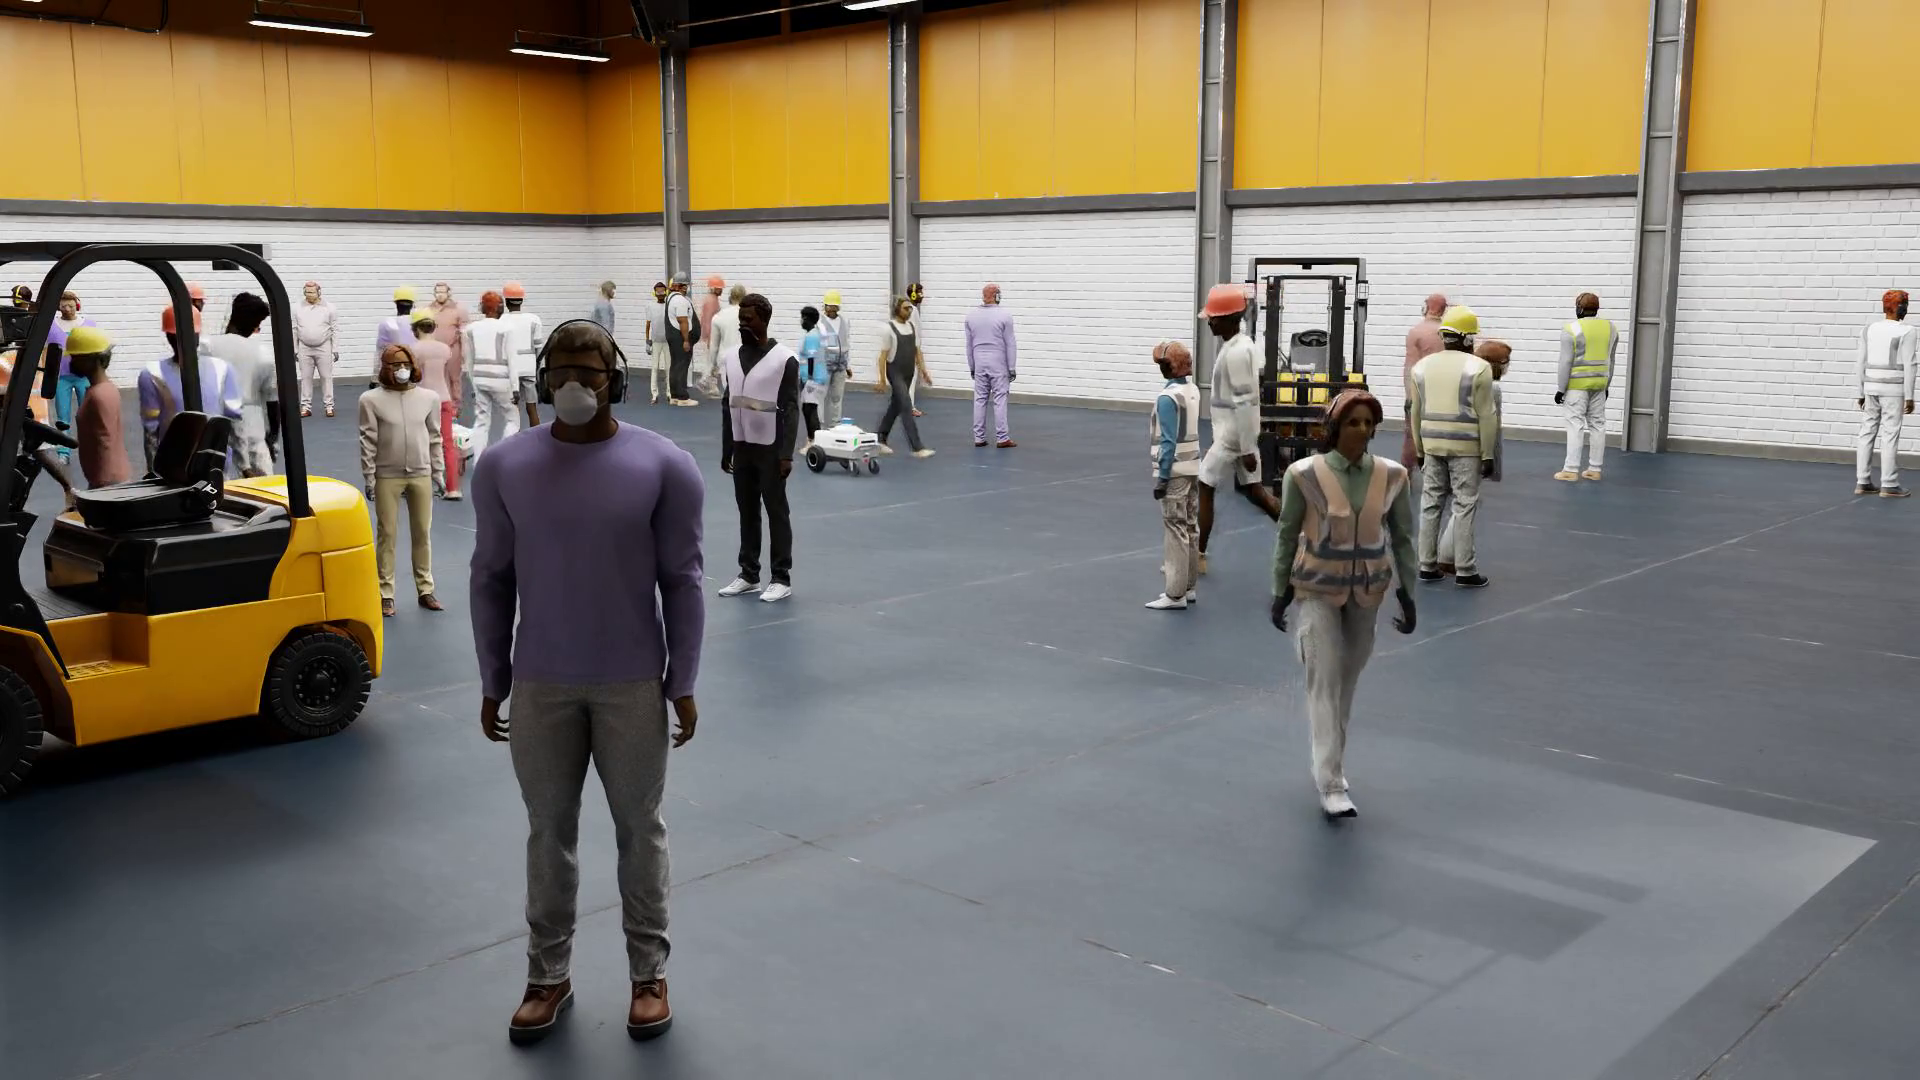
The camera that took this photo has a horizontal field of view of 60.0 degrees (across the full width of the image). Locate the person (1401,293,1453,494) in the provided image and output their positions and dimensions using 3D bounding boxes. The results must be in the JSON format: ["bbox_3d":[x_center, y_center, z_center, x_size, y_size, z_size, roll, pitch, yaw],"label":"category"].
[{"bbox_3d":[4.423,-1.367,15.508,0.658,1.849,0.985,-2,9,-12],"label":"person"}]

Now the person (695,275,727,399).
[{"bbox_3d":[-3.909,-3.218,26.452,0.450,1.970,0.646,0,9,-1],"label":"person"}]

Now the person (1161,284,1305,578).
[{"bbox_3d":[1.909,-0.704,11.050,1.035,1.989,0.609,3,10,18],"label":"person"}]

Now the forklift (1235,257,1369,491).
[{"bbox_3d":[3.309,-1.629,16.029,1.214,2.155,2.313,2,9,11],"label":"forklift"}]

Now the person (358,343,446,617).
[{"bbox_3d":[-3.342,-0.366,10.000,0.497,1.633,0.285,-6,11,-35],"label":"person"}]

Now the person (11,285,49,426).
[{"bbox_3d":[-11.486,-2.194,20.485,0.319,1.871,0.532,-1,9,-5],"label":"person"}]

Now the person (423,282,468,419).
[{"bbox_3d":[-7.067,-2.564,22.720,0.673,1.877,0.833,0,9,-2],"label":"person"}]

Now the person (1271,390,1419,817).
[{"bbox_3d":[1.489,0.242,6.346,0.536,1.607,0.819,-1,9,-8],"label":"person"}]

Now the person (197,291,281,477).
[{"bbox_3d":[-4.848,-0.688,11.113,0.714,1.923,0.399,-6,11,-34],"label":"person"}]

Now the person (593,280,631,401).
[{"bbox_3d":[-5.657,-3.106,26.032,0.858,1.900,0.666,-1,9,-7],"label":"person"}]

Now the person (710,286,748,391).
[{"bbox_3d":[-2.634,-2.058,19.688,0.646,1.882,1.063,-1,9,-8],"label":"person"}]

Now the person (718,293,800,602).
[{"bbox_3d":[-1.255,-0.580,10.452,0.593,1.917,0.392,6,11,34],"label":"person"}]

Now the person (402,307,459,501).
[{"bbox_3d":[-4.832,-1.222,14.982,0.922,1.718,0.518,7,12,38],"label":"person"}]

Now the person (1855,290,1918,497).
[{"bbox_3d":[8.452,-1.334,15.177,0.362,1.883,0.575,-3,10,-20],"label":"person"}]

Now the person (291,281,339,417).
[{"bbox_3d":[-9.020,-2.661,23.261,0.639,1.902,0.407,-2,10,-13],"label":"person"}]

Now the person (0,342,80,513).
[{"bbox_3d":[-7.798,-1.008,13.860,0.839,1.659,0.533,1,9,7],"label":"person"}]

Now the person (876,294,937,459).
[{"bbox_3d":[-0.665,-1.796,18.313,0.986,1.801,0.533,7,12,37],"label":"person"}]

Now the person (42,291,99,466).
[{"bbox_3d":[-9.361,-1.702,17.558,0.566,1.841,0.390,-5,10,-26],"label":"person"}]

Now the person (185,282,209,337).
[{"bbox_3d":[-8.081,-1.754,17.586,0.368,1.935,0.553,-6,11,-32],"label":"person"}]

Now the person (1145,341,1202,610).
[{"bbox_3d":[1.313,-0.389,10.136,0.313,1.637,0.513,5,10,26],"label":"person"}]

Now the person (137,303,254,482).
[{"bbox_3d":[-4.529,-0.468,9.838,0.543,1.901,0.968,-8,12,-42],"label":"person"}]

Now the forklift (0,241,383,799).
[{"bbox_3d":[-3.706,-0.171,7.093,1.214,2.155,2.313,9,13,43],"label":"forklift"}]

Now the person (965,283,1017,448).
[{"bbox_3d":[0.382,-2.020,19.309,0.643,1.909,0.411,5,11,29],"label":"person"}]

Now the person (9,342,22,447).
[{"bbox_3d":[-11.061,-1.909,19.153,0.318,1.735,0.483,0,9,-3],"label":"person"}]

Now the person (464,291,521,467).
[{"bbox_3d":[-4.546,-1.492,16.236,0.632,1.848,0.612,3,10,16],"label":"person"}]

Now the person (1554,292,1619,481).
[{"bbox_3d":[6.091,-1.491,16.261,0.621,1.845,0.430,-3,10,-15],"label":"person"}]

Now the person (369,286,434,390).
[{"bbox_3d":[-5.886,-1.717,17.530,0.976,1.875,0.603,7,12,39],"label":"person"}]

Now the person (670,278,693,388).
[{"bbox_3d":[-4.875,-3.580,28.816,0.382,1.923,0.591,6,11,33],"label":"person"}]

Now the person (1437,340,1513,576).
[{"bbox_3d":[3.436,-0.540,11.158,0.456,1.599,0.520,0,9,-2],"label":"person"}]

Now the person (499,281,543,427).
[{"bbox_3d":[-4.737,-1.795,17.819,0.542,1.943,0.348,-5,11,-30],"label":"person"}]

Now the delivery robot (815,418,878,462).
[{"bbox_3d":[-1.153,-0.993,16.856,0.477,0.478,0.707,-9,13,-42],"label":"delivery robot"}]

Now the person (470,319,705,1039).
[{"bbox_3d":[-0.997,0.381,4.490,0.630,1.940,0.372,0,9,-2],"label":"person"}]

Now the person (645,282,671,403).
[{"bbox_3d":[-4.599,-3.041,25.684,0.515,1.872,0.328,-3,10,-16],"label":"person"}]

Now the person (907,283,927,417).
[{"bbox_3d":[-0.647,-2.660,23.360,0.312,1.865,0.535,-1,9,-9],"label":"person"}]

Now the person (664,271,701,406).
[{"bbox_3d":[-4.201,-3.061,25.283,0.536,2.000,0.688,-5,10,-26],"label":"person"}]

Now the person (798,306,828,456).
[{"bbox_3d":[-1.631,-1.771,18.524,0.334,1.659,0.583,-1,9,-5],"label":"person"}]

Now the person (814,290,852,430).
[{"bbox_3d":[-1.551,-2.107,20.107,0.593,1.819,0.403,-7,11,-36],"label":"person"}]

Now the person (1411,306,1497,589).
[{"bbox_3d":[3.220,-0.599,10.820,0.404,1.833,0.590,-9,13,-43],"label":"person"}]

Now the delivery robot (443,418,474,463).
[{"bbox_3d":[-5.144,-0.997,16.880,0.477,0.478,0.707,-1,9,-4],"label":"delivery robot"}]

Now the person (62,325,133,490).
[{"bbox_3d":[-4.841,-0.329,9.411,0.356,1.771,0.535,-5,11,-28],"label":"person"}]
